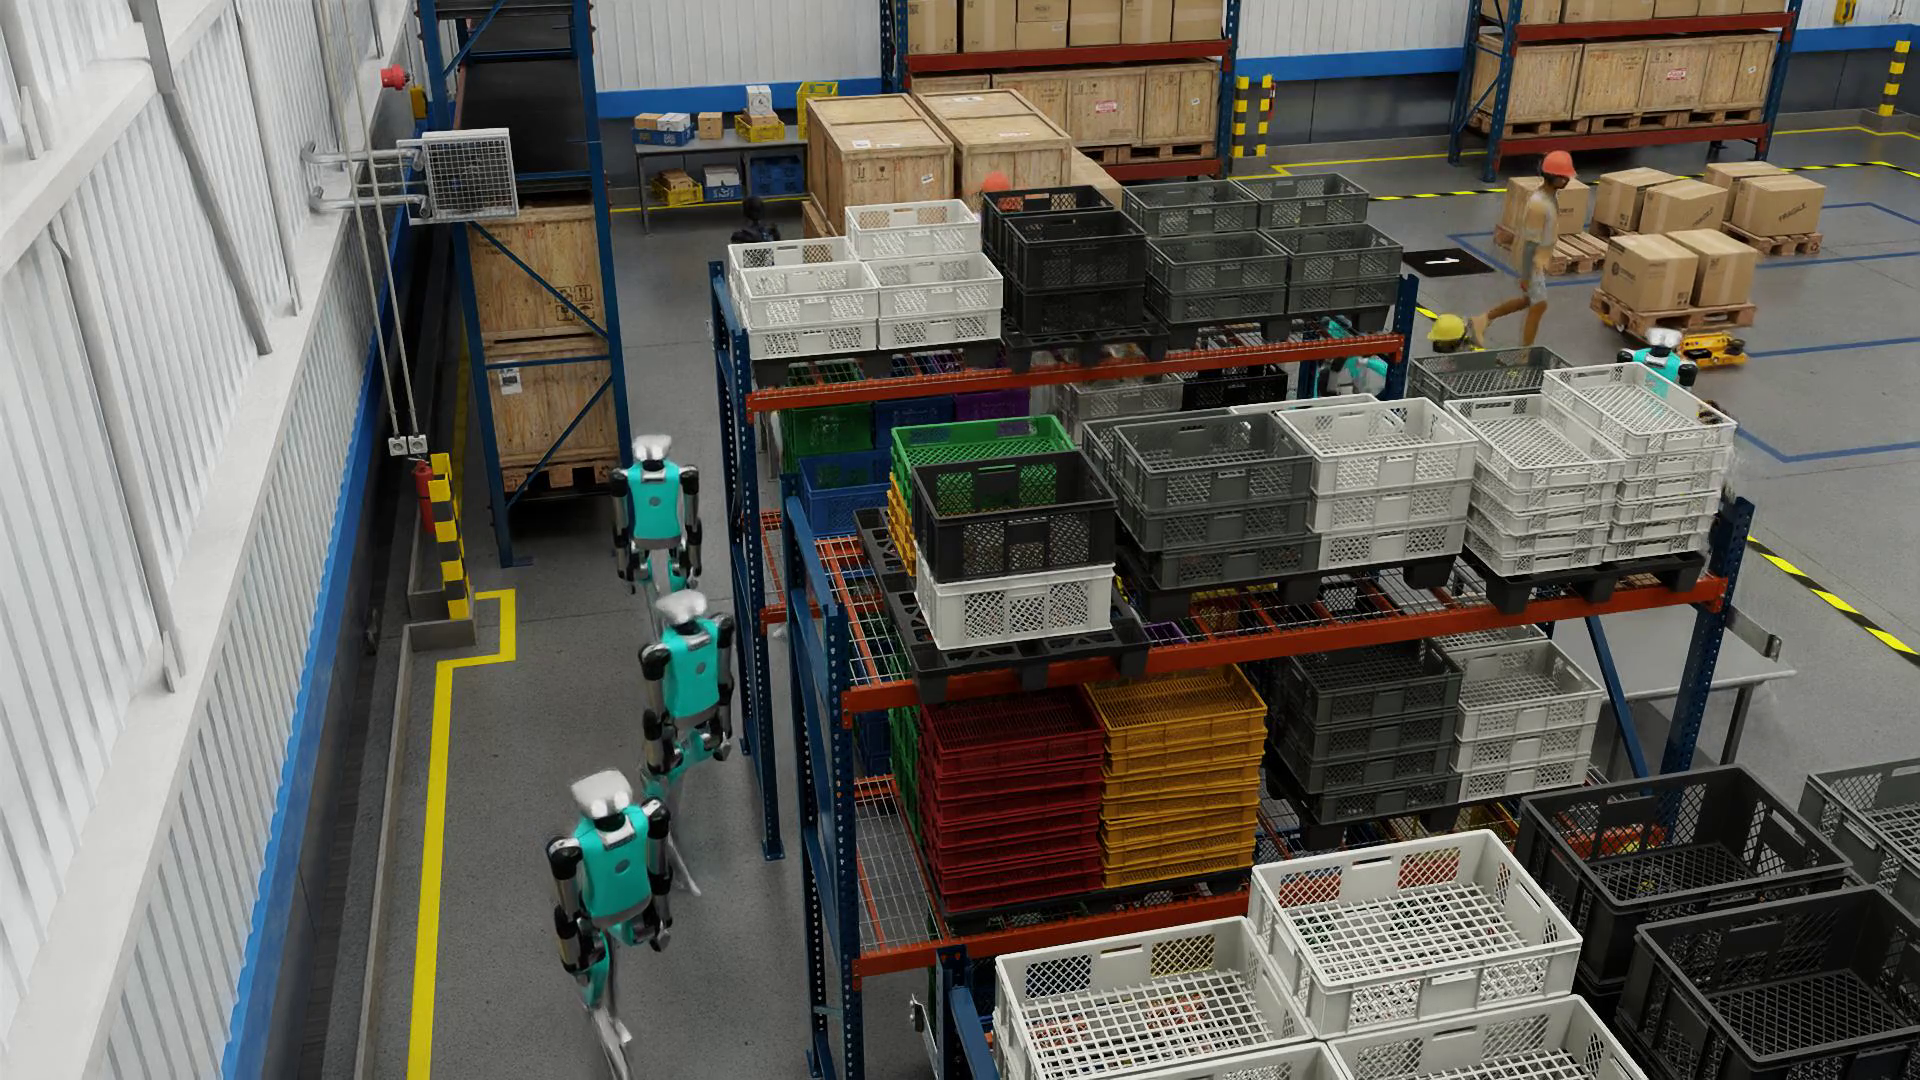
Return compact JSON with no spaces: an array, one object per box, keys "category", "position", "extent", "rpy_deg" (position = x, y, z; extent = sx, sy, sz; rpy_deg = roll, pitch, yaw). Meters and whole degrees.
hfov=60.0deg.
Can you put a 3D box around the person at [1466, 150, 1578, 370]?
[{"category":"person","position":[5.085,-2.540,15.002],"extent":[0.772,2.019,0.614],"rpy_deg":[12,30,22]}]

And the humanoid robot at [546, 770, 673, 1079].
[{"category":"humanoid robot","position":[-1.576,1.673,7.306],"extent":[0.543,1.749,0.987],"rpy_deg":[-19,33,-32]}]

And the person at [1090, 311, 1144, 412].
[{"category":"person","position":[1.287,-1.309,12.862],"extent":[0.692,1.821,0.503],"rpy_deg":[-8,29,-15]}]

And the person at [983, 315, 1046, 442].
[{"category":"person","position":[0.463,-1.102,12.495],"extent":[0.886,1.805,0.614],"rpy_deg":[-10,29,-18]}]

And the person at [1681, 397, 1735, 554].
[{"category":"person","position":[4.500,-0.067,10.484],"extent":[0.569,1.842,0.524],"rpy_deg":[-11,30,-21]}]

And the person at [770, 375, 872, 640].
[{"category":"person","position":[-0.931,-0.268,10.830],"extent":[0.615,1.883,0.714],"rpy_deg":[25,37,39]}]

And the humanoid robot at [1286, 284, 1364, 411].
[{"category":"humanoid robot","position":[2.640,-1.222,12.824],"extent":[0.846,1.786,0.539],"rpy_deg":[3,28,6]}]

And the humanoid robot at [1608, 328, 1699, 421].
[{"category":"humanoid robot","position":[4.880,-0.782,11.807],"extent":[0.533,1.681,0.735],"rpy_deg":[16,32,28]}]

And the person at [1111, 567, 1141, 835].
[{"category":"person","position":[0.784,0.931,8.574],"extent":[0.313,1.861,0.514],"rpy_deg":[0,28,0]}]

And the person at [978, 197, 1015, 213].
[{"category":"person","position":[0.431,-2.055,14.217],"extent":[0.681,1.897,0.557],"rpy_deg":[-1,28,-2]}]

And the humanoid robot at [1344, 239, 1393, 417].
[{"category":"humanoid robot","position":[3.360,-1.592,13.574],"extent":[0.725,1.874,0.545],"rpy_deg":[-7,29,-13]}]

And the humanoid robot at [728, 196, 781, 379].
[{"category":"humanoid robot","position":[-1.814,-2.241,14.821],"extent":[0.590,1.661,0.347],"rpy_deg":[-25,36,-38]}]

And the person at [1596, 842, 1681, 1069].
[{"category":"person","position":[2.614,1.949,6.765],"extent":[0.484,1.744,0.293],"rpy_deg":[15,31,26]}]

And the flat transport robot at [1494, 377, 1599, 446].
[{"category":"flat transport robot","position":[4.780,-1.036,14.013],"extent":[0.659,0.231,1.431],"rpy_deg":[-6,28,-12]}]

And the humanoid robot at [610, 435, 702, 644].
[{"category":"humanoid robot","position":[-1.839,0.113,10.264],"extent":[0.555,1.754,0.992],"rpy_deg":[-4,28,-7]}]

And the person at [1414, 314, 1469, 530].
[{"category":"person","position":[3.582,-0.790,11.958],"extent":[0.611,1.735,0.550],"rpy_deg":[2,28,3]}]

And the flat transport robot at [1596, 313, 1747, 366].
[{"category":"flat transport robot","position":[6.756,-2.006,15.822],"extent":[0.652,0.197,1.431],"rpy_deg":[-6,28,-12]}]

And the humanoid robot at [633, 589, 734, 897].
[{"category":"humanoid robot","position":[-1.546,1.000,8.653],"extent":[0.863,1.824,0.530],"rpy_deg":[24,36,38]}]

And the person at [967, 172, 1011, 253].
[{"category":"person","position":[0.310,-2.139,14.230],"extent":[0.653,2.021,0.608],"rpy_deg":[-21,34,-34]}]

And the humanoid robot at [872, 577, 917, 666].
[{"category":"humanoid robot","position":[-0.259,0.097,10.387],"extent":[0.757,1.627,0.608],"rpy_deg":[-5,28,-10]}]
